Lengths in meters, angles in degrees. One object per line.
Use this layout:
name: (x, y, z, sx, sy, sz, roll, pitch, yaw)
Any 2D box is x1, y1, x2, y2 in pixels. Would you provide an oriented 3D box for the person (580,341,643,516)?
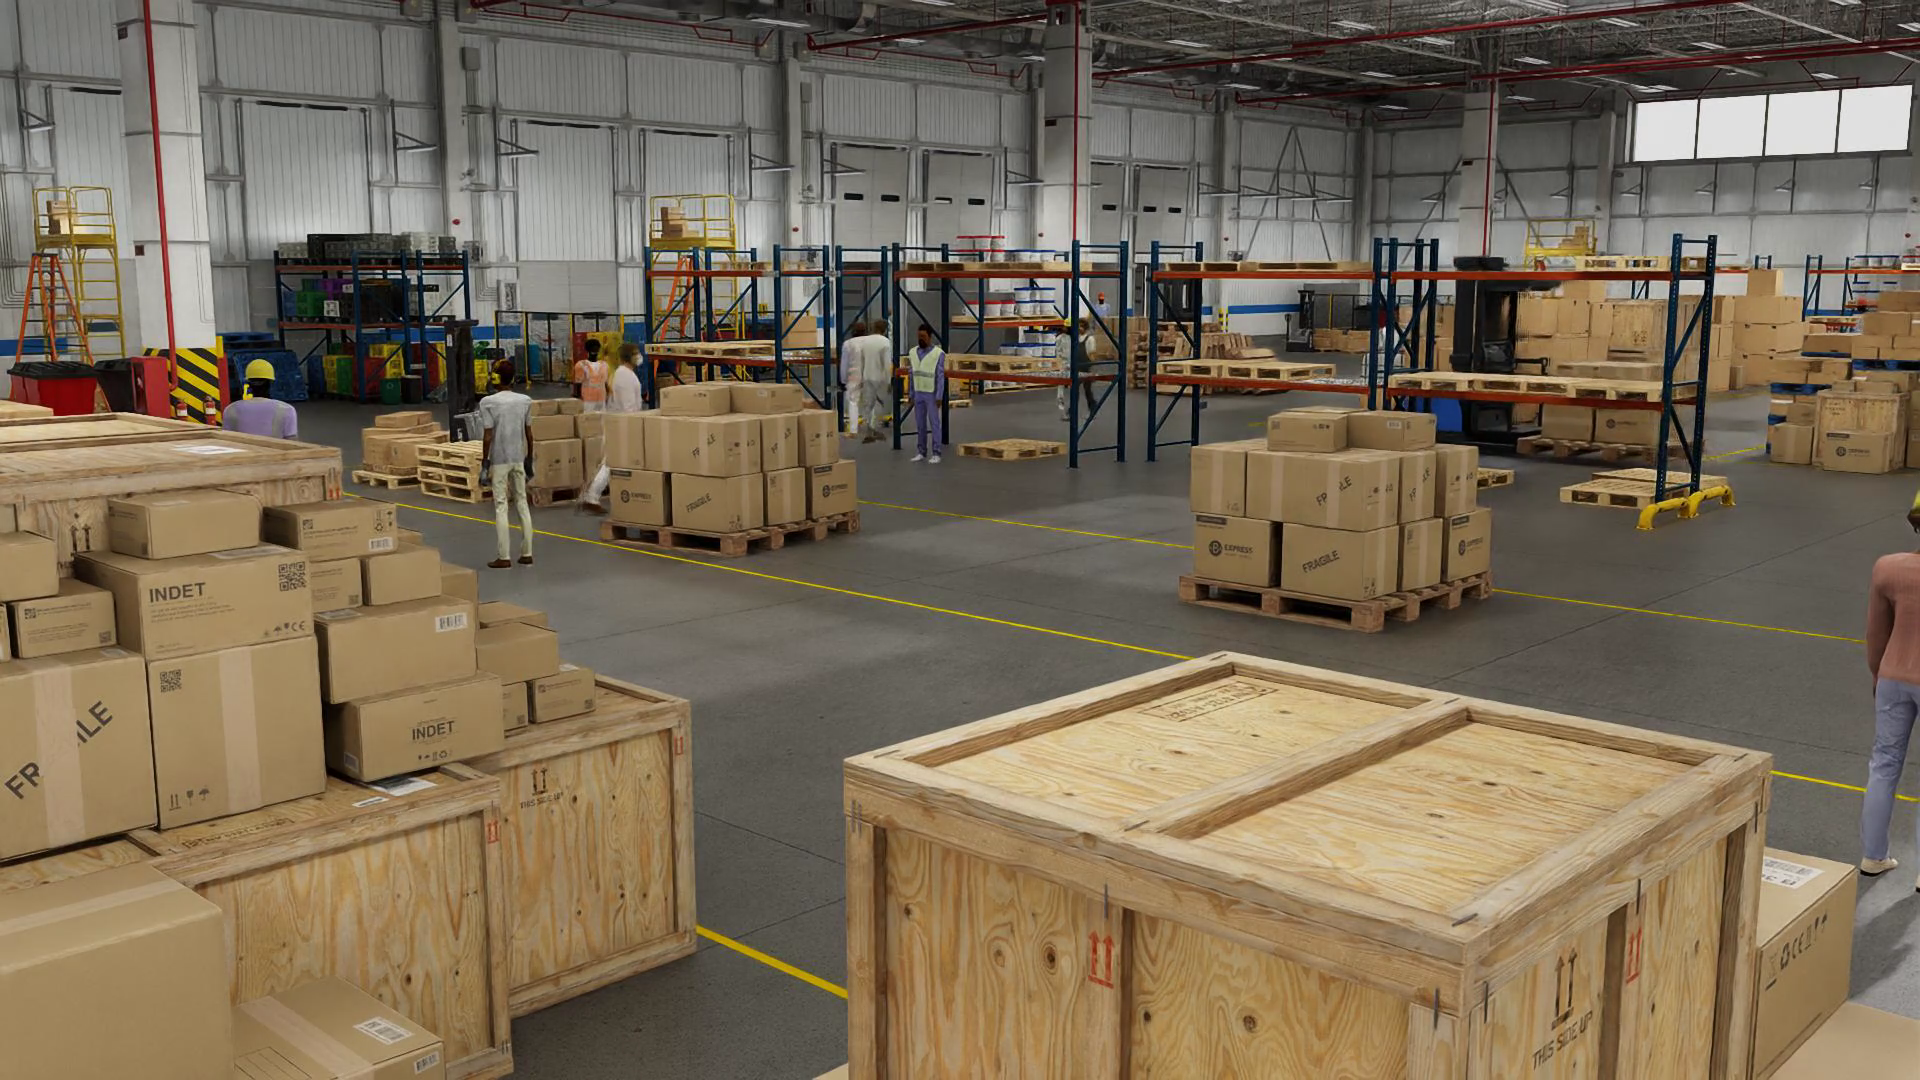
person: (-3.629, -1.192, 17.887, 1.009, 1.901, 0.639, -2, 9, -11)

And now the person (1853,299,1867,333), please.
person: (22.773, -5.167, 42.239, 0.903, 1.898, 0.562, 4, 10, 22)

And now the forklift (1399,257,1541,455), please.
forklift: (7.499, -2.730, 24.280, 1.873, 2.768, 1.129, 9, 13, 43)

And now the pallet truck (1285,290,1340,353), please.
pallet truck: (11.297, -6.951, 52.861, 1.885, 1.965, 0.823, -5, 11, -29)

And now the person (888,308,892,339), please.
person: (-1.948, -5.333, 44.069, 0.313, 1.633, 0.521, 1, 9, 8)

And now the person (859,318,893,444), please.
person: (-1.270, -2.423, 25.353, 0.755, 1.909, 0.607, 7, 12, 38)

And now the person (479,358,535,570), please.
person: (-4.024, -0.670, 14.746, 0.535, 1.869, 0.314, -9, 13, -43)

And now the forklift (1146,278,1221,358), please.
forklift: (6.364, -6.425, 46.939, 1.873, 2.768, 1.129, 9, 13, 43)

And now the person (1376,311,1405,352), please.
person: (8.170, -3.425, 31.670, 0.609, 1.863, 0.687, 1, 9, 4)

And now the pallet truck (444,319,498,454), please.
pallet truck: (-6.981, -1.942, 22.150, 1.885, 1.965, 0.823, 1, 9, 9)

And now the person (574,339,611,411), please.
person: (-5.084, -1.937, 23.055, 0.533, 1.692, 0.319, -9, 13, -43)

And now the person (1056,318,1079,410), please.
person: (2.055, -3.329, 31.456, 0.485, 1.738, 0.320, -2, 9, -13)

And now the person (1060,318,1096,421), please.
person: (2.121, -2.979, 29.083, 0.533, 1.814, 0.798, 9, 13, 44)

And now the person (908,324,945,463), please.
person: (-0.451, -2.007, 22.825, 0.588, 1.912, 0.389, 7, 12, 37)

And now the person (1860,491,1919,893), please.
person: (4.134, 0.624, 7.120, 0.305, 1.771, 0.525, -5, 10, -28)

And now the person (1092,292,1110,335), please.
person: (4.367, -6.682, 51.429, 0.544, 1.930, 0.389, 1, 9, 6)

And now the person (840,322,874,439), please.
person: (-1.572, -2.503, 26.111, 0.650, 1.834, 0.432, -5, 11, -28)

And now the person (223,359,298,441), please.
person: (-5.721, -0.522, 13.695, 0.586, 1.920, 0.398, -1, 9, -6)

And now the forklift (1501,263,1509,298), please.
forklift: (14.963, -6.335, 46.388, 1.873, 2.768, 1.129, 3, 10, 17)
